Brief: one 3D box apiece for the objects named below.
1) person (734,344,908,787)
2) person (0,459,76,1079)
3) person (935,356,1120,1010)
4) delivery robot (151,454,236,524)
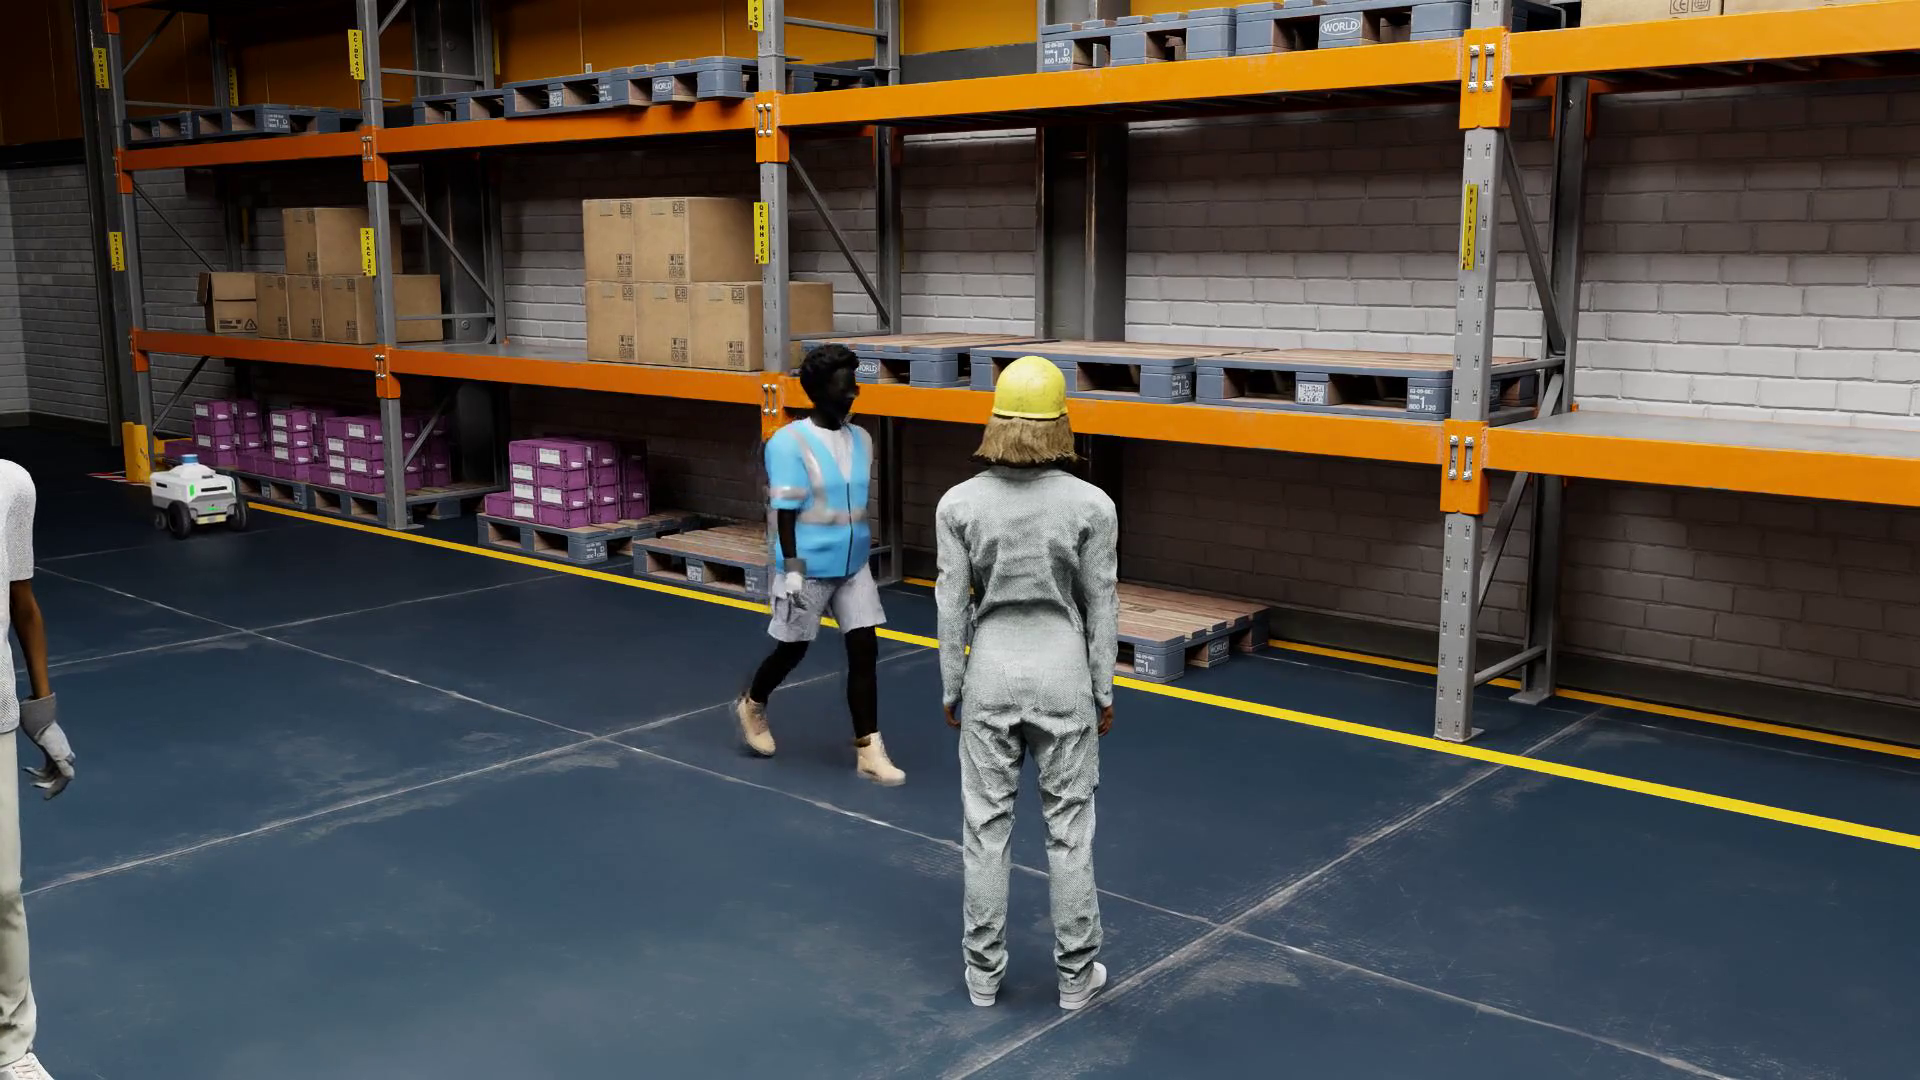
[{"bbox_3d":[-0.555,0.079,6.360,0.532,1.673,0.777,-10,14,-44],"label":"person"},{"bbox_3d":[-2.291,0.447,3.740,0.309,1.864,0.535,10,14,44],"label":"person"},{"bbox_3d":[0.182,0.387,4.423,0.484,1.744,0.294,1,10,8],"label":"person"},{"bbox_3d":[-5.457,-0.366,11.827,0.707,0.478,0.477,9,13,42],"label":"delivery robot"}]
